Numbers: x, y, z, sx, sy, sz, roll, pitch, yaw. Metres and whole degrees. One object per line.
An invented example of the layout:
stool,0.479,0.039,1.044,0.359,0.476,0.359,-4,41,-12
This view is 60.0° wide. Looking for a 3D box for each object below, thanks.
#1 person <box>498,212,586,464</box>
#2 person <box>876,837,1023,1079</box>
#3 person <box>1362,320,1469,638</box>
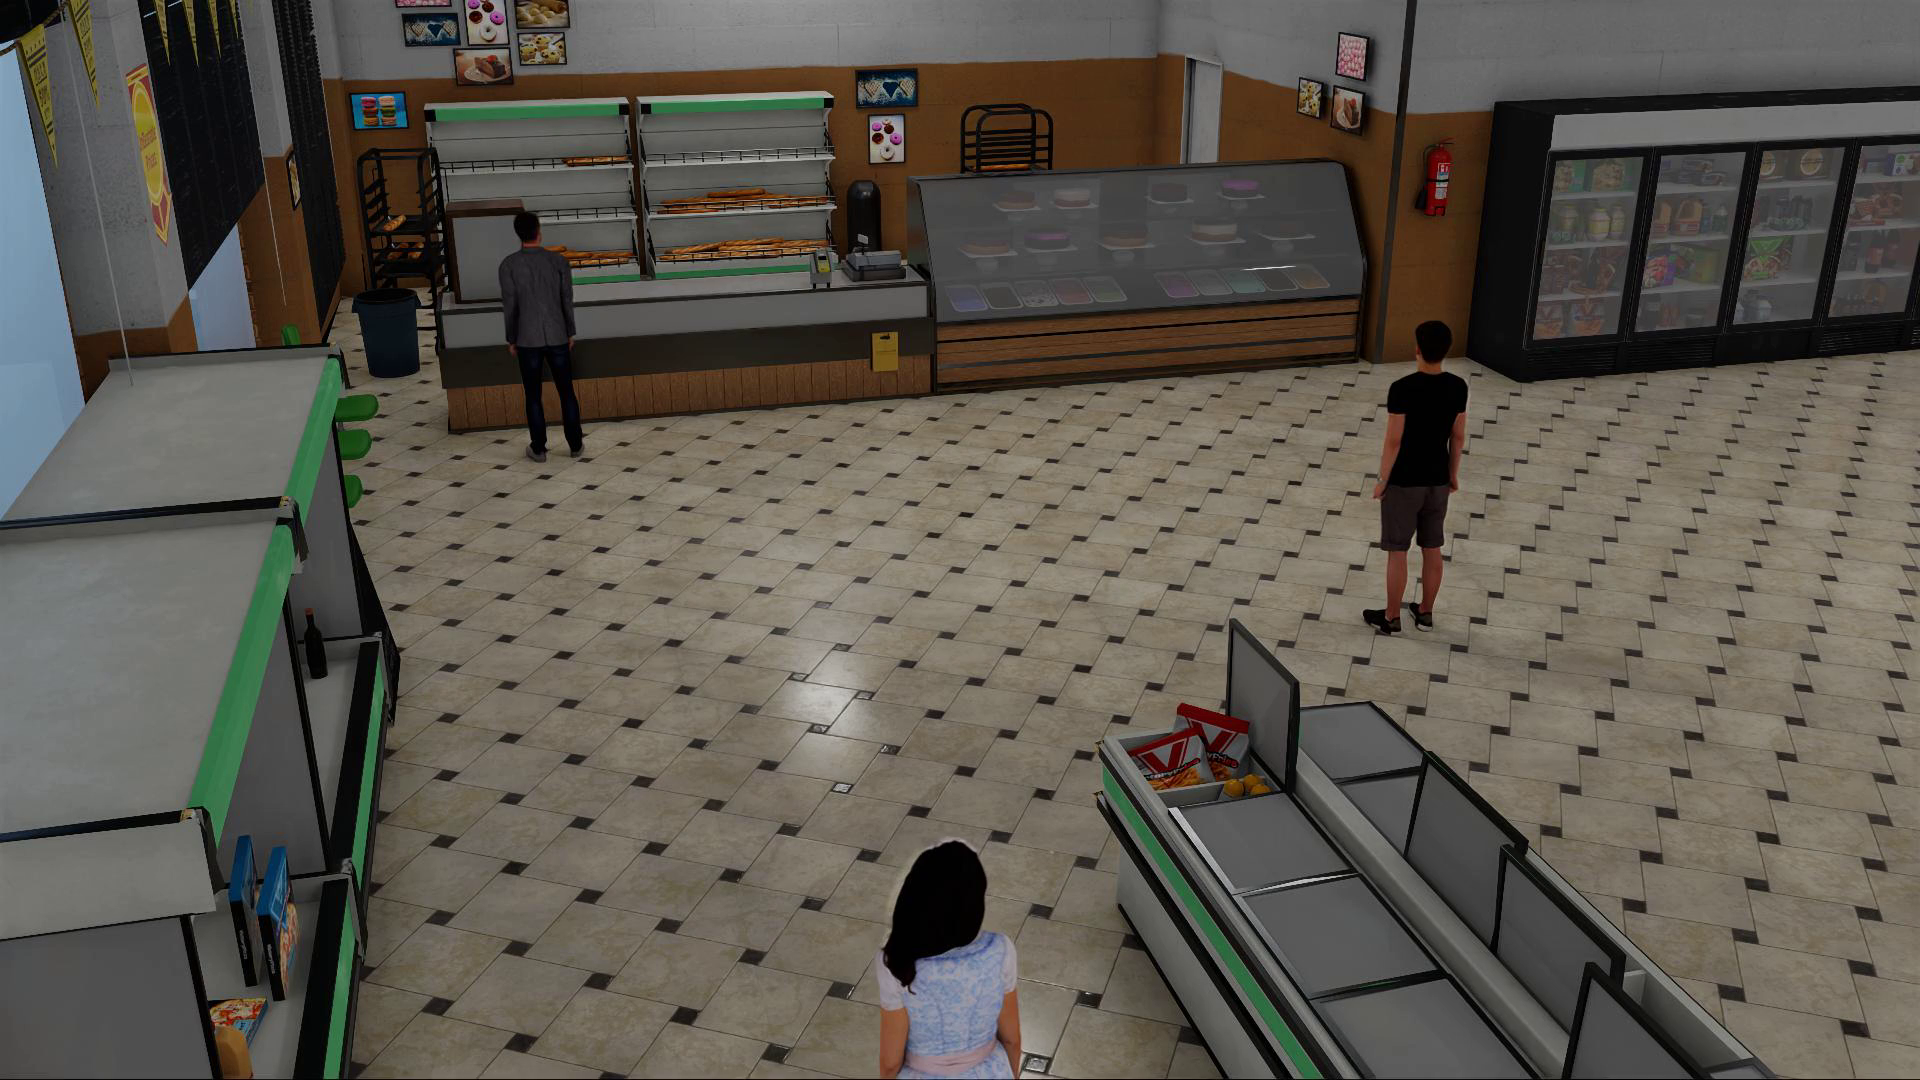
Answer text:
person,-3.115,-1.508,12.409,0.696,1.872,0.626,-8,23,-19
person,-0.024,1.634,4.661,0.692,1.818,0.714,-5,22,-11
person,2.624,-0.350,9.541,0.672,1.861,0.540,-6,23,-14
